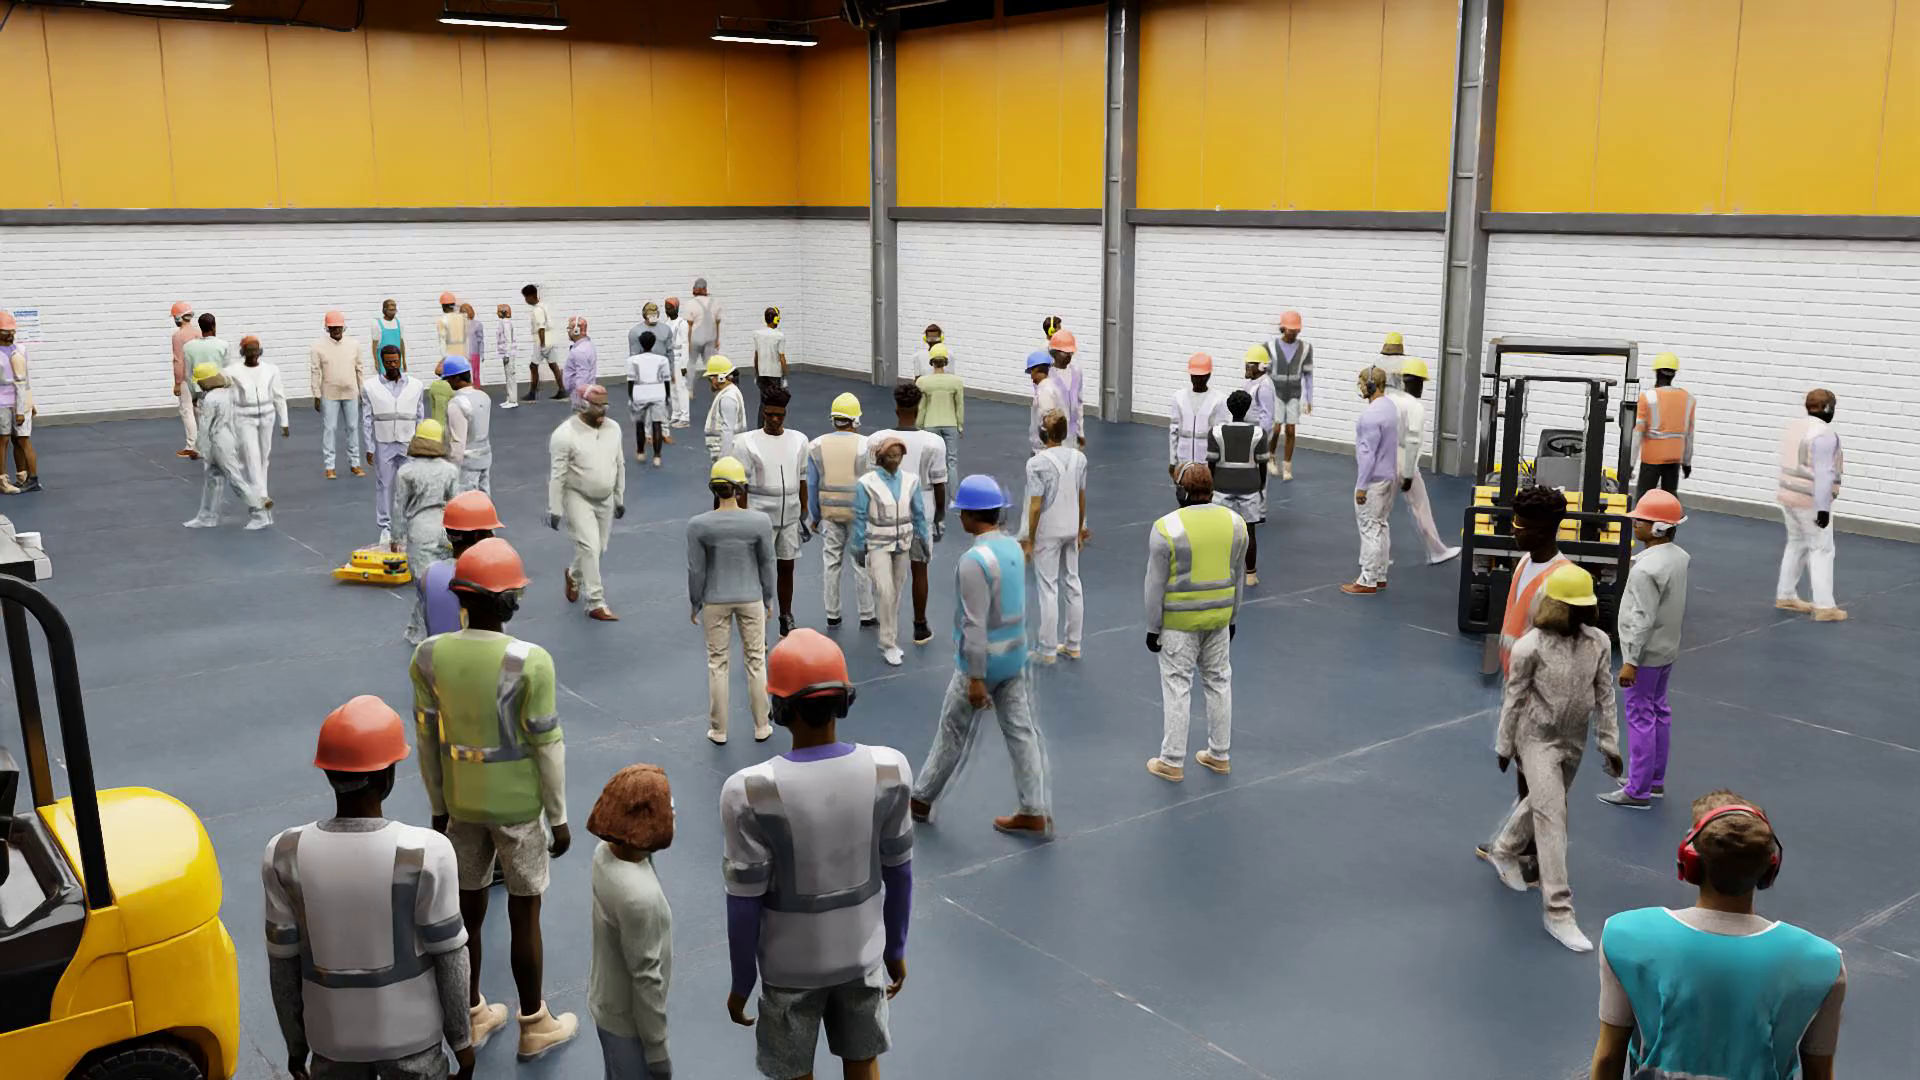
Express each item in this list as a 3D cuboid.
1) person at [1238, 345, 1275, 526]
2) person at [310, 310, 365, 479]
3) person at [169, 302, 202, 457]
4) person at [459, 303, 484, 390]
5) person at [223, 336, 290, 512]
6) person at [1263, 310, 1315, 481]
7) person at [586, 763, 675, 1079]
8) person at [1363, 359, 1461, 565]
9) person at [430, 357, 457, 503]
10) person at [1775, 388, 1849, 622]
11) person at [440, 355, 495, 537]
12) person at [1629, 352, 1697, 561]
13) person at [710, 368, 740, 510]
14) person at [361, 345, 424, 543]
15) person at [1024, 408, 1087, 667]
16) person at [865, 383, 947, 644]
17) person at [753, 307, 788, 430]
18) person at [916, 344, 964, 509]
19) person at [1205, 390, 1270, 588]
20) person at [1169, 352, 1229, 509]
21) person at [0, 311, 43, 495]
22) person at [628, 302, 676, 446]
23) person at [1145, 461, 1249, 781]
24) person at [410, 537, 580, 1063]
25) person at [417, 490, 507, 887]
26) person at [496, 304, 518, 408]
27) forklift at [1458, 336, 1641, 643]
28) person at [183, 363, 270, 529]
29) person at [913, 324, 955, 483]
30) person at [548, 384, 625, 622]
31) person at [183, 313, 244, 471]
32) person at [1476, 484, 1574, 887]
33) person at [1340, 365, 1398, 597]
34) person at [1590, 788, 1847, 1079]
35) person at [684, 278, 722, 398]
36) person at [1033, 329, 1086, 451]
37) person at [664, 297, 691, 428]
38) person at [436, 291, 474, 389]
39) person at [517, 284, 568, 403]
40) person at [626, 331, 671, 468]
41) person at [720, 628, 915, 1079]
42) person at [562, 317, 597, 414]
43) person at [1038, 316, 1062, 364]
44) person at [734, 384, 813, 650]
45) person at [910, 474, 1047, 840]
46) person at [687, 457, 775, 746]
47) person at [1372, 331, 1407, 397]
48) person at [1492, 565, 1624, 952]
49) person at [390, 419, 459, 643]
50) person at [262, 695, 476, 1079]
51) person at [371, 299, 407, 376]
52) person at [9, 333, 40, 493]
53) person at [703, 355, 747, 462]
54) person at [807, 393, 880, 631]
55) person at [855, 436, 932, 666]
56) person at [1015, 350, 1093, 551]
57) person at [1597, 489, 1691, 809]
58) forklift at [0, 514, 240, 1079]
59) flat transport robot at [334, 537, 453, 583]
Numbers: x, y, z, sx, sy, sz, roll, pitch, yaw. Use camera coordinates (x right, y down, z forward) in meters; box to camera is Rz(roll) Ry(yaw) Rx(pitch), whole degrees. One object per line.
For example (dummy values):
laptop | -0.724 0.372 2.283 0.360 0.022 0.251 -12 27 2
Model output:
person | 2.968 -1.053 16.826 0.404 1.832 0.600 -1 12 -4
person | -7.329 -1.722 19.662 0.623 1.992 0.396 -8 14 -33
person | -9.881 -2.058 21.331 0.411 1.980 0.625 2 12 7
person | -7.821 -2.949 26.464 0.497 1.633 0.279 -2 12 -9
person | -7.393 -1.216 17.580 0.606 1.841 0.923 -9 15 -38
person | 3.785 -1.675 19.390 0.687 2.014 0.521 0 12 -1
person | -0.999 1.475 5.128 0.280 1.628 0.504 -5 13 -24
person | 4.078 -0.681 14.954 0.950 1.869 0.581 -4 12 -18
person | -5.475 -1.163 17.874 0.513 1.618 0.298 8 14 35
person | 6.779 -0.294 13.231 0.483 1.822 0.704 1 12 4
person | -4.357 -0.671 14.724 0.401 1.939 0.604 2 12 10
person | 6.398 -0.757 15.218 0.621 1.910 0.473 -2 12 -9
person | -2.248 -0.830 16.078 0.322 1.696 0.530 -4 12 -20
person | -5.410 -0.915 15.947 0.588 1.920 0.391 -7 14 -30
person | 0.668 -0.017 11.793 0.506 1.846 0.350 -8 14 -33
person | -0.394 -0.188 12.373 0.609 1.952 0.389 1 12 5
person | -2.522 -2.178 22.217 0.524 1.857 0.341 6 13 26
person | -0.215 -1.201 17.699 0.522 1.771 0.307 -2 12 -8
person | 2.352 -0.431 14.149 0.540 1.695 0.317 1 12 7
person | 2.158 -0.741 15.090 0.544 1.929 0.378 5 13 24
person | -10.637 -1.538 18.659 0.389 2.041 0.614 4 12 18
person | -4.103 -2.216 22.226 0.641 1.927 0.386 -8 14 -35
person | 1.331 0.462 9.524 0.623 1.835 0.431 -5 13 -23
person | -1.773 0.998 6.414 0.614 2.041 0.390 3 12 16
person | -2.341 0.719 8.040 0.545 1.931 0.387 8 14 33
person | -7.138 -2.899 26.207 0.310 1.642 0.514 -4 12 -18
forklift | 4.683 -0.471 13.136 1.214 2.155 2.313 4 12 20
person | -7.358 -0.932 16.591 0.857 1.691 0.489 -2 12 -11
person | -0.292 -1.580 19.312 0.511 1.862 0.324 0 12 0
person | -2.998 -0.325 13.253 0.861 1.868 0.685 10 15 40
person | -9.051 -1.781 20.135 0.590 1.919 0.392 0 12 1
person | 2.784 0.698 8.045 0.362 1.962 0.614 0 12 -2
person | 3.450 -0.493 13.896 0.379 1.931 0.635 6 13 28
person | 1.892 1.546 4.231 0.569 1.849 0.384 4 12 19
person | -4.207 -3.333 27.333 0.700 2.000 0.826 -10 15 -39
person | 0.999 -1.057 16.385 0.614 2.029 0.409 -10 15 -39
person | -4.090 -2.559 23.998 0.345 1.879 0.581 -9 14 -36
person | -7.528 -2.761 24.904 0.878 1.916 0.558 9 15 37
person | -6.798 -3.175 26.879 0.866 1.901 0.768 0 12 0
person | -3.851 -1.749 20.595 0.553 1.655 0.820 -3 12 -15
person | -0.440 1.268 5.110 0.608 2.044 0.372 -6 13 -26
person | -4.501 -1.690 19.722 0.408 1.909 0.638 -1 12 -5
person | 1.095 -1.796 20.330 0.310 1.868 0.533 -2 12 -11
person | -1.368 -0.169 12.247 0.600 1.960 0.374 -7 14 -31
person | 0.056 0.597 8.675 0.969 1.897 0.652 6 13 28
person | -1.384 0.374 10.107 0.523 1.763 0.329 -2 12 -9
person | 5.102 -1.598 19.710 0.321 1.737 0.488 -11 16 -41
person | 2.698 0.916 7.643 0.489 1.700 0.900 -4 12 -20
person | -3.882 -0.039 12.206 0.784 1.700 0.496 8 14 33
person | -1.668 1.389 4.779 0.552 1.936 0.358 0 12 -1
person | -8.375 -2.627 24.453 0.371 1.829 0.503 11 16 43
person | -10.671 -1.492 18.737 0.387 1.924 0.549 -11 16 -44
person | -2.238 -0.855 15.917 0.403 1.817 0.605 -1 12 -6
person | -0.864 -0.211 12.757 0.589 1.835 0.404 3 12 14
person | -0.444 0.081 11.866 0.527 1.619 0.624 -8 14 -33
person | 0.860 -0.833 15.679 0.779 1.893 0.626 2 12 11
person | 3.746 0.589 9.077 0.319 1.755 0.572 10 15 40
forklift | -3.687 1.115 5.480 2.313 2.155 1.214 -9 15 -36
flat transport robot | -4.894 0.125 14.928 0.652 0.197 1.431 4 12 16
